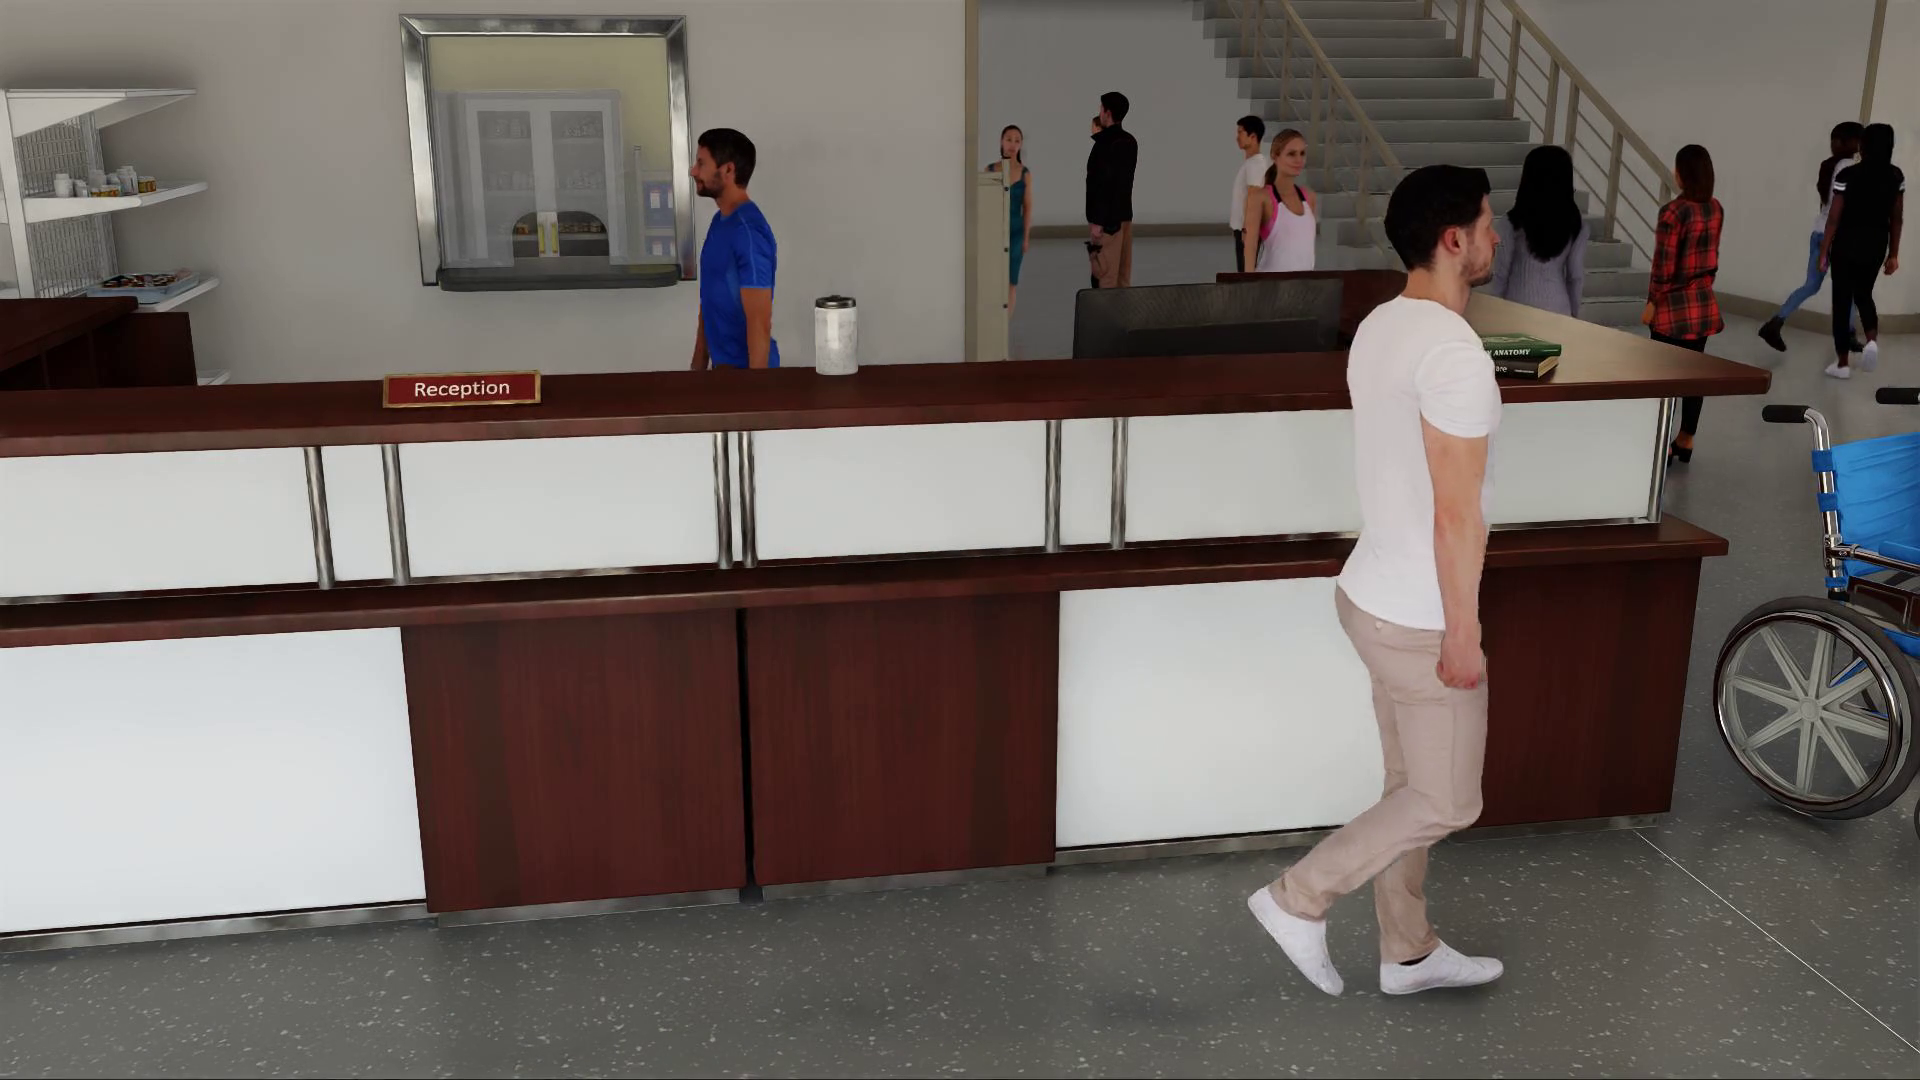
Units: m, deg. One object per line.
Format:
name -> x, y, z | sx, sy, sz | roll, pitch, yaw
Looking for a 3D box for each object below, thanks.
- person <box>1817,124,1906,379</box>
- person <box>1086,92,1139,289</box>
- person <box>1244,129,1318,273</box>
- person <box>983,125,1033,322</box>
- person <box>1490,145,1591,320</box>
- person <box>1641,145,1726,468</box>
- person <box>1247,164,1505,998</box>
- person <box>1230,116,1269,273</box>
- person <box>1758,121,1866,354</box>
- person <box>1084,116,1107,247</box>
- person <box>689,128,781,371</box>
person -> 6.146, -1.936, 11.312 | 0.739, 1.718, 0.817 | 2, 16, 6
person -> 1.139, -2.398, 12.569 | 0.853, 1.925, 0.772 | 9, 18, 29
person -> 1.626, -1.239, 8.752 | 0.797, 1.767, 1.109 | -7, 17, -25
person -> 0.350, -2.259, 12.546 | 0.670, 1.671, 0.705 | 4, 16, 12
person -> 2.789, -1.002, 7.997 | 0.701, 1.721, 0.947 | 0, 16, 1
person -> 3.865, -1.250, 8.910 | 0.680, 1.701, 0.663 | -9, 18, -28
person -> 0.917, 0.150, 3.621 | 0.795, 1.877, 0.826 | -1, 16, -2
person -> 2.355, -2.545, 13.419 | 0.773, 1.716, 0.604 | 2, 16, 9
person -> 6.372, -2.194, 12.294 | 0.696, 1.682, 1.034 | -2, 16, -7
person -> 1.717, -4.357, 20.198 | 0.671, 1.556, 0.602 | 9, 18, 29
person -> -0.785, -0.634, 6.423 | 0.751, 1.865, 0.745 | -6, 17, -19
